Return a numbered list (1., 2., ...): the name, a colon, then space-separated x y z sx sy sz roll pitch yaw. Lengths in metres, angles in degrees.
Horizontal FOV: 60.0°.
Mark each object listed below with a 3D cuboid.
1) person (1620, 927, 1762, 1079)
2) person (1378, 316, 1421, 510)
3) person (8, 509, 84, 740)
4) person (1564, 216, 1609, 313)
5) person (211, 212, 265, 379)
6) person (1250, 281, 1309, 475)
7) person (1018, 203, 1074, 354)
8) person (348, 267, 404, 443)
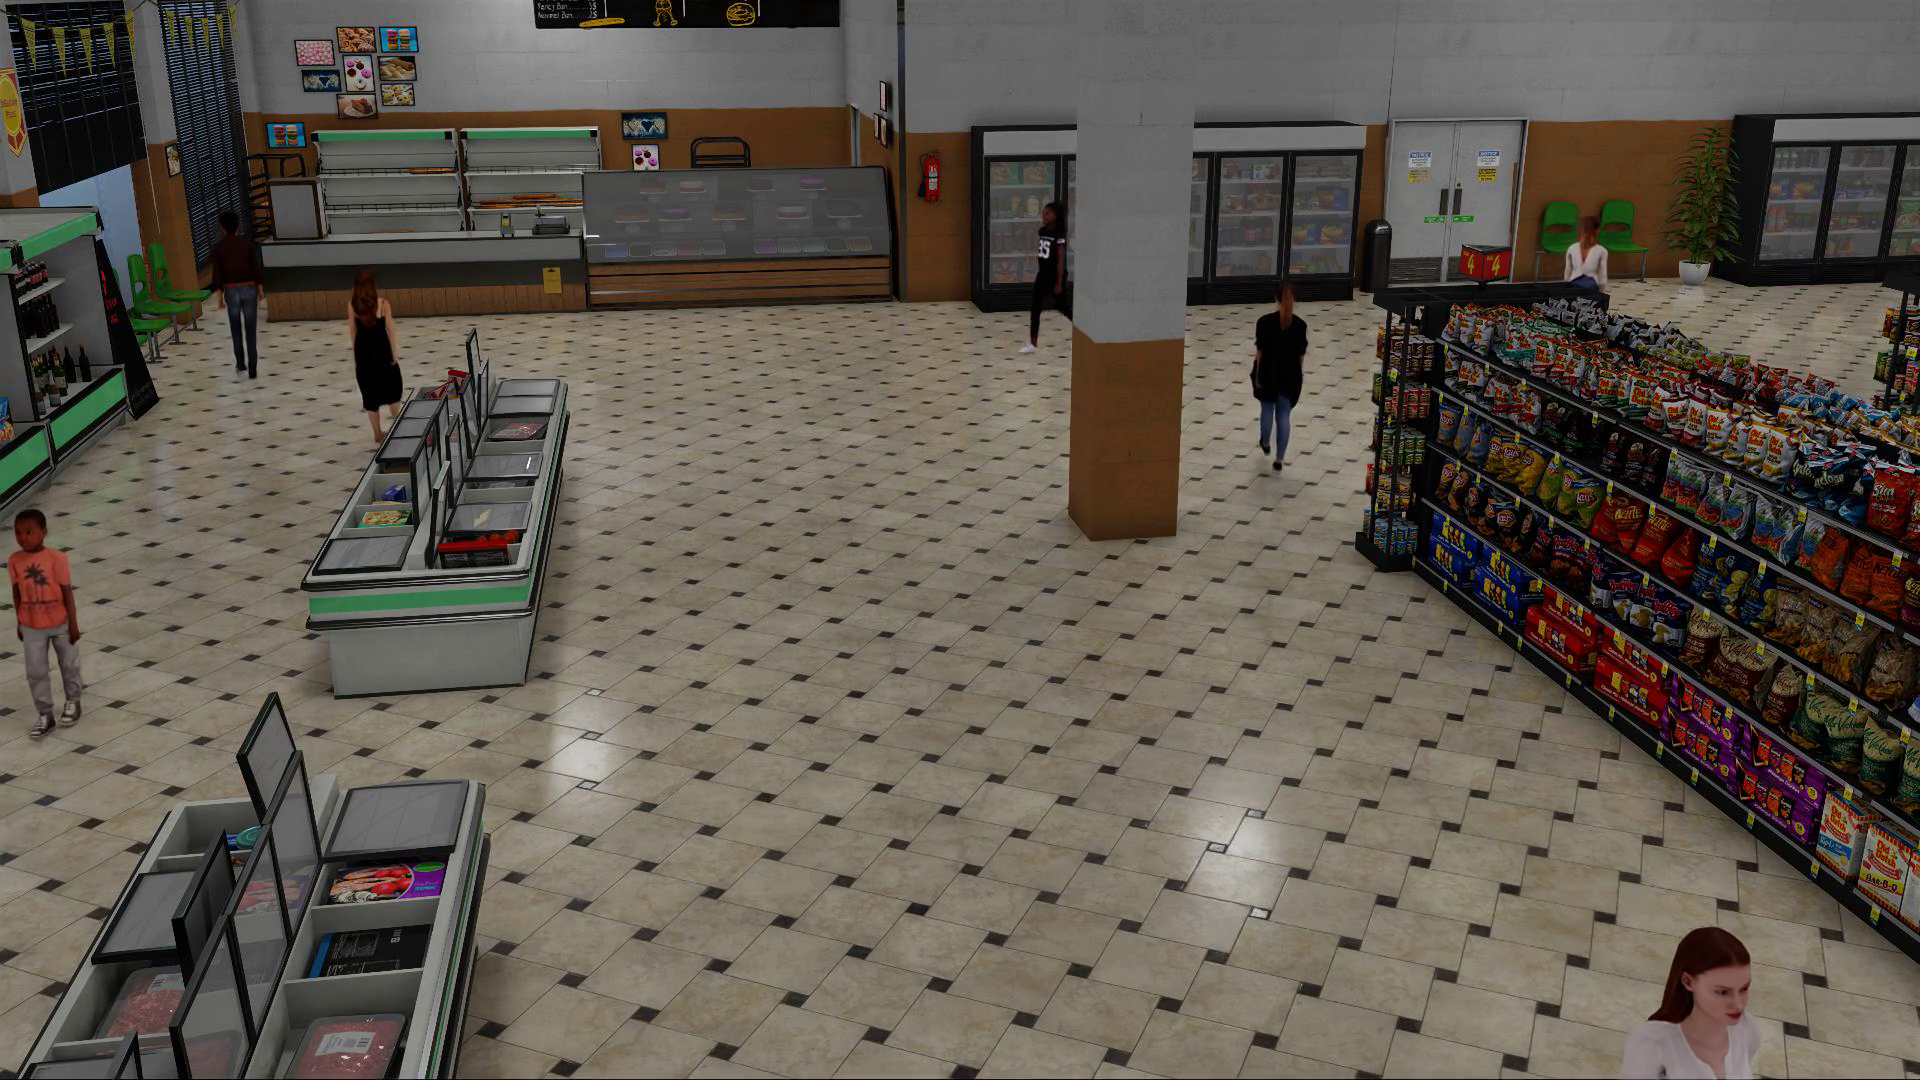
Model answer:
1. person: 1.979 1.853 4.638 0.634 1.759 0.553 -7 20 -20
2. person: 3.413 -0.932 13.062 0.703 1.654 0.661 -7 20 -20
3. person: -5.222 0.436 9.561 0.498 1.299 0.651 -3 19 -10
4. person: 6.728 -2.630 18.018 0.939 1.706 0.989 13 23 34
5. person: -7.723 -2.612 17.886 0.760 1.755 0.902 -8 20 -21
6. person: 2.768 -1.360 14.371 0.818 1.630 1.178 1 19 4
7. person: 1.126 -2.984 19.099 1.076 1.686 1.218 -15 24 -37
8. person: -5.449 -1.693 15.395 0.570 1.606 0.842 -4 19 -12
